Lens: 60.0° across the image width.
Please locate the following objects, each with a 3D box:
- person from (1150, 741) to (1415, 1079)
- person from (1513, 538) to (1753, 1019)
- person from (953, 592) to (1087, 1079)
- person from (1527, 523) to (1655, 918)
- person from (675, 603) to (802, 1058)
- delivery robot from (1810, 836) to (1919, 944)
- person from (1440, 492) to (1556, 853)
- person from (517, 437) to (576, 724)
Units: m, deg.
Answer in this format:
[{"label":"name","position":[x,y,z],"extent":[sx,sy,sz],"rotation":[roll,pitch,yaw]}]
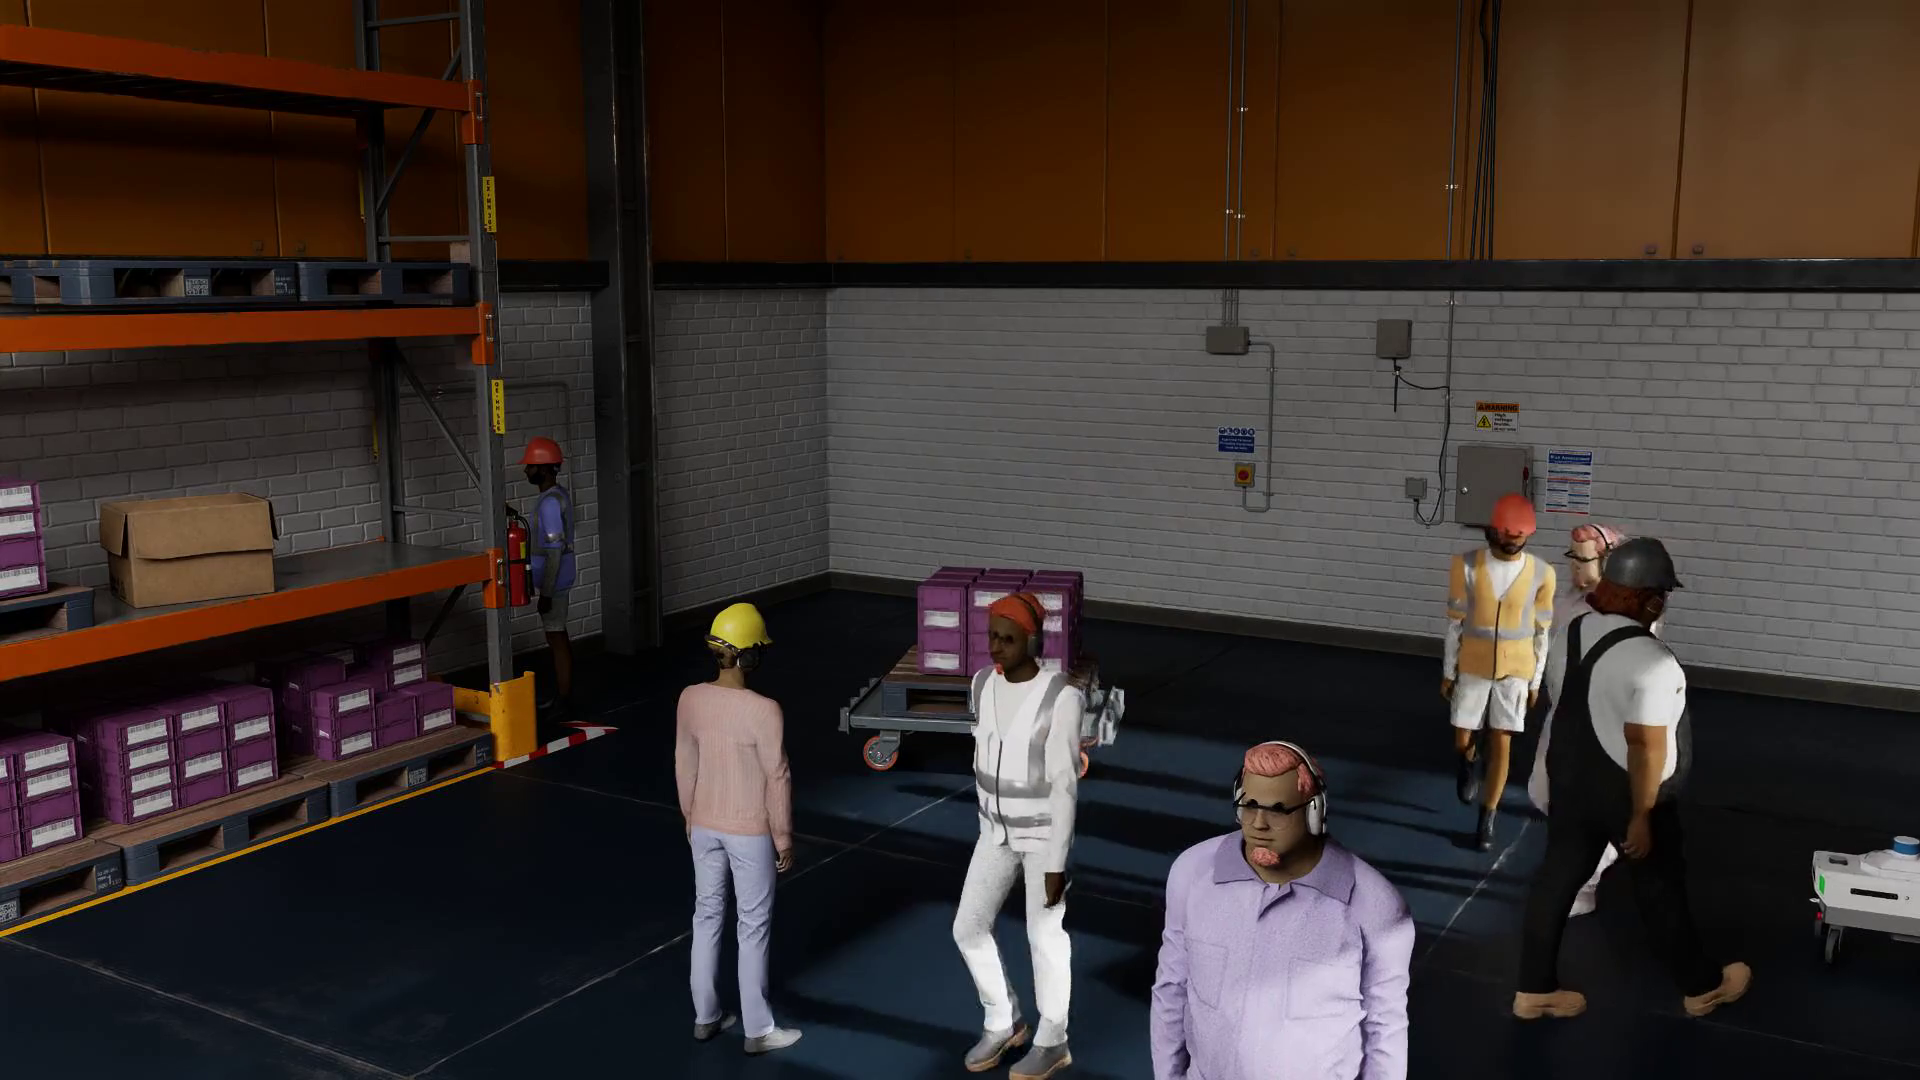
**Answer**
[{"label":"person","position":[0.765,1.427,4.132],"extent":[0.648,1.907,0.409],"rotation":[4,10,26]},{"label":"person","position":[2.724,0.947,6.711],"extent":[1.000,2.000,0.706],"rotation":[-3,9,-15]},{"label":"person","position":[0.219,1.121,6.180],"extent":[0.587,1.867,0.523],"rotation":[8,12,43]},{"label":"person","position":[2.928,0.853,7.789],"extent":[0.477,1.885,0.661],"rotation":[-2,9,-14]},{"label":"person","position":[-0.862,1.118,6.499],"extent":[0.533,1.767,0.327],"rotation":[6,11,32]},{"label":"delivery robot","position":[4.136,1.546,7.304],"extent":[0.707,0.478,0.477],"rotation":[4,10,24]},{"label":"person","position":[2.859,0.666,8.877],"extent":[0.565,1.911,0.649],"rotation":[3,10,18]},{"label":"person","position":[-2.779,0.272,11.242],"extent":[0.354,1.939,0.545],"rotation":[-2,9,-10]}]
